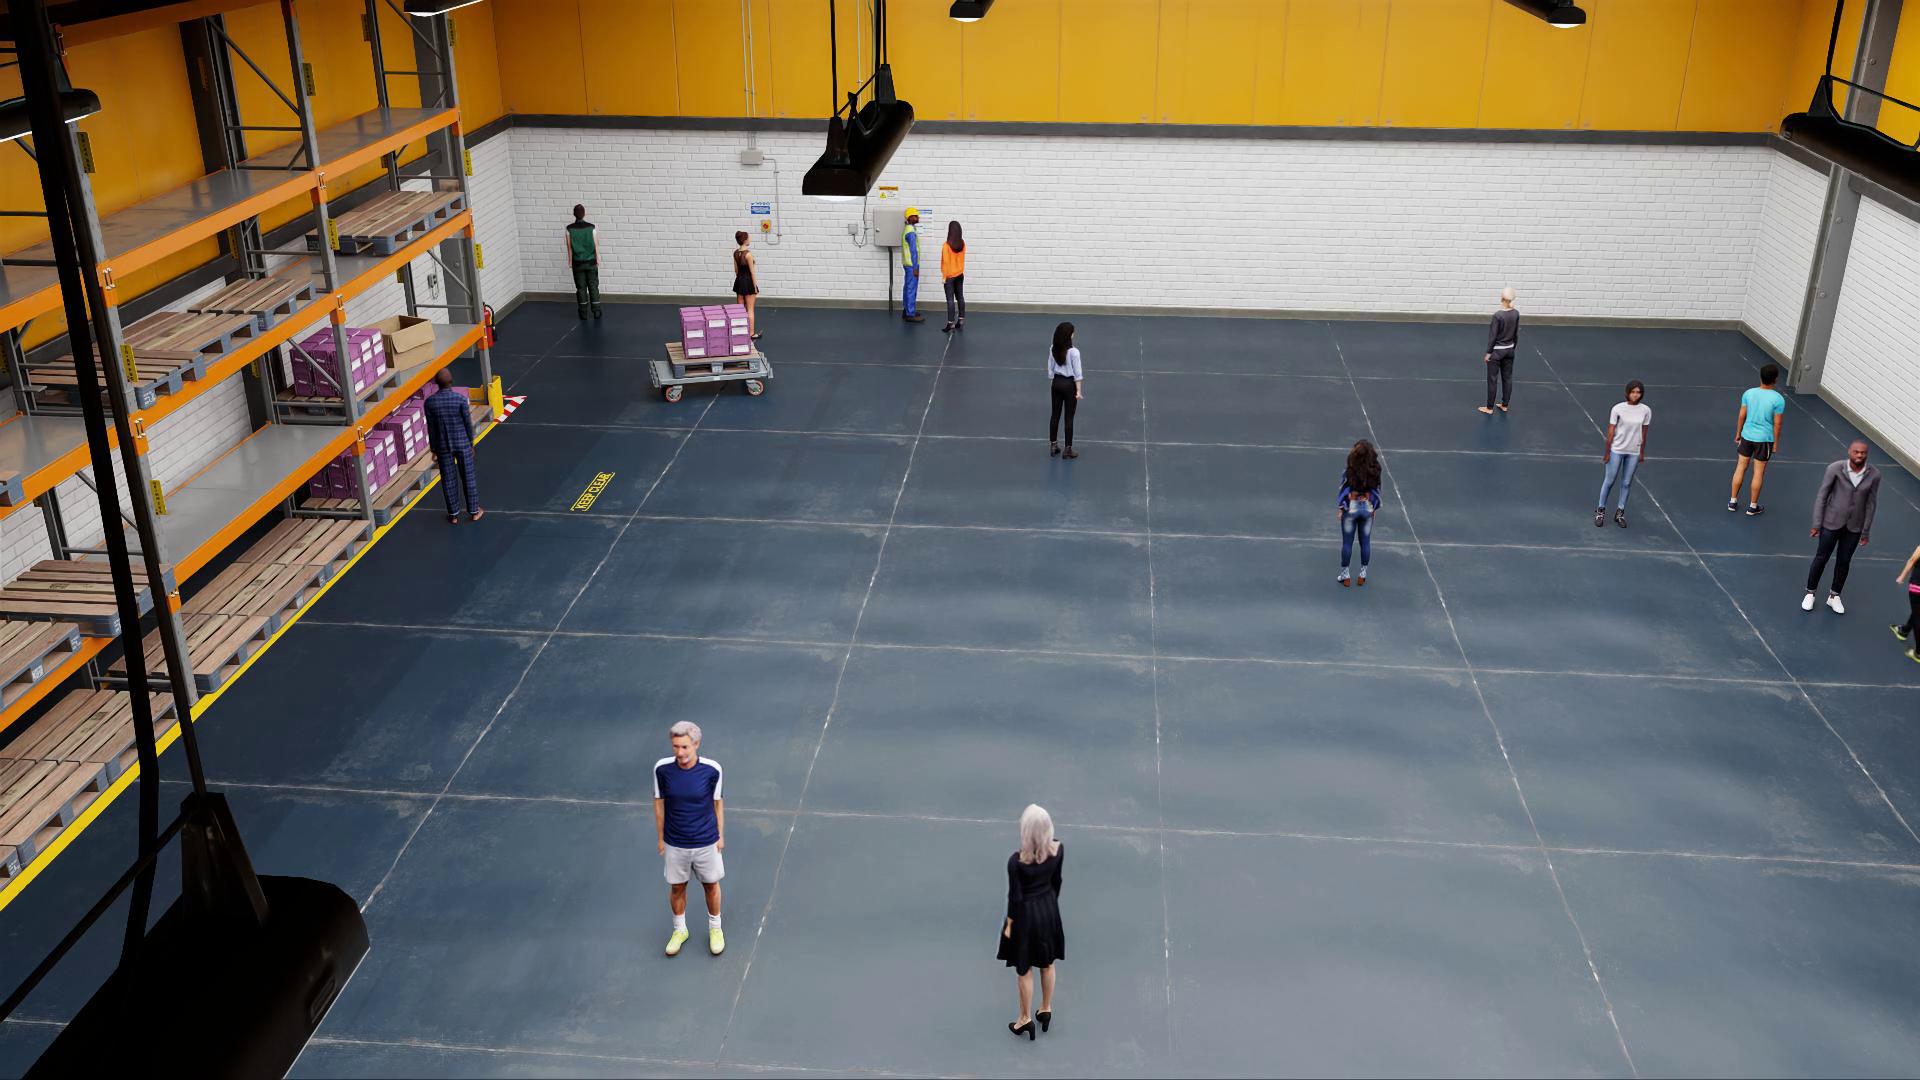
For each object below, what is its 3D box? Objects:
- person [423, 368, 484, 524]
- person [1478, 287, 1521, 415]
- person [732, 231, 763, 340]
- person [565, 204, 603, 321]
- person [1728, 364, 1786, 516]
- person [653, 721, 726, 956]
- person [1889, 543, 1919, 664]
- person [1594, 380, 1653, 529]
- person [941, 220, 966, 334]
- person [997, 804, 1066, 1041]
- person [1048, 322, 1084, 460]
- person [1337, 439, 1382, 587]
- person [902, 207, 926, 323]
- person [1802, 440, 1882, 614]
[{"bbox_3d":[-5.751,-1.076,18.864,0.734,1.819,0.722,-6,24,-13],"label":"person"},{"bbox_3d":[7.291,-2.559,22.374,0.677,1.725,0.657,-7,25,-17],"label":"person"},{"bbox_3d":[-3.303,-3.927,25.567,0.678,1.675,0.717,18,29,35],"label":"person"},{"bbox_3d":[-6.004,-4.452,26.560,0.701,1.842,0.671,-5,24,-12],"label":"person"},{"bbox_3d":[9.157,-1.161,19.113,0.693,1.776,0.717,20,30,38],"label":"person"},{"bbox_3d":[-1.884,2.067,11.650,0.661,1.839,0.597,-1,24,-2],"label":"person"},{"bbox_3d":[9.219,0.442,15.755,0.667,1.529,0.938,-3,24,-7],"label":"person"},{"bbox_3d":[7.496,-0.978,18.765,0.590,1.719,0.510,3,24,7],"label":"person"},{"bbox_3d":[-0.097,-4.113,25.900,0.769,1.748,0.686,21,31,39],"label":"person"},{"bbox_3d":[0.479,2.477,10.826,0.698,1.747,0.739,-14,27,-29],"label":"person"},{"bbox_3d":[1.301,-1.884,20.807,0.732,1.743,0.753,19,30,36],"label":"person"},{"bbox_3d":[4.145,-0.293,17.328,0.613,1.615,0.564,0,24,0],"label":"person"},{"bbox_3d":[-0.771,-4.405,26.489,0.782,1.812,0.593,-4,24,-9],"label":"person"},{"bbox_3d":[8.882,-0.156,16.761,0.754,1.818,0.661,6,24,14],"label":"person"}]
